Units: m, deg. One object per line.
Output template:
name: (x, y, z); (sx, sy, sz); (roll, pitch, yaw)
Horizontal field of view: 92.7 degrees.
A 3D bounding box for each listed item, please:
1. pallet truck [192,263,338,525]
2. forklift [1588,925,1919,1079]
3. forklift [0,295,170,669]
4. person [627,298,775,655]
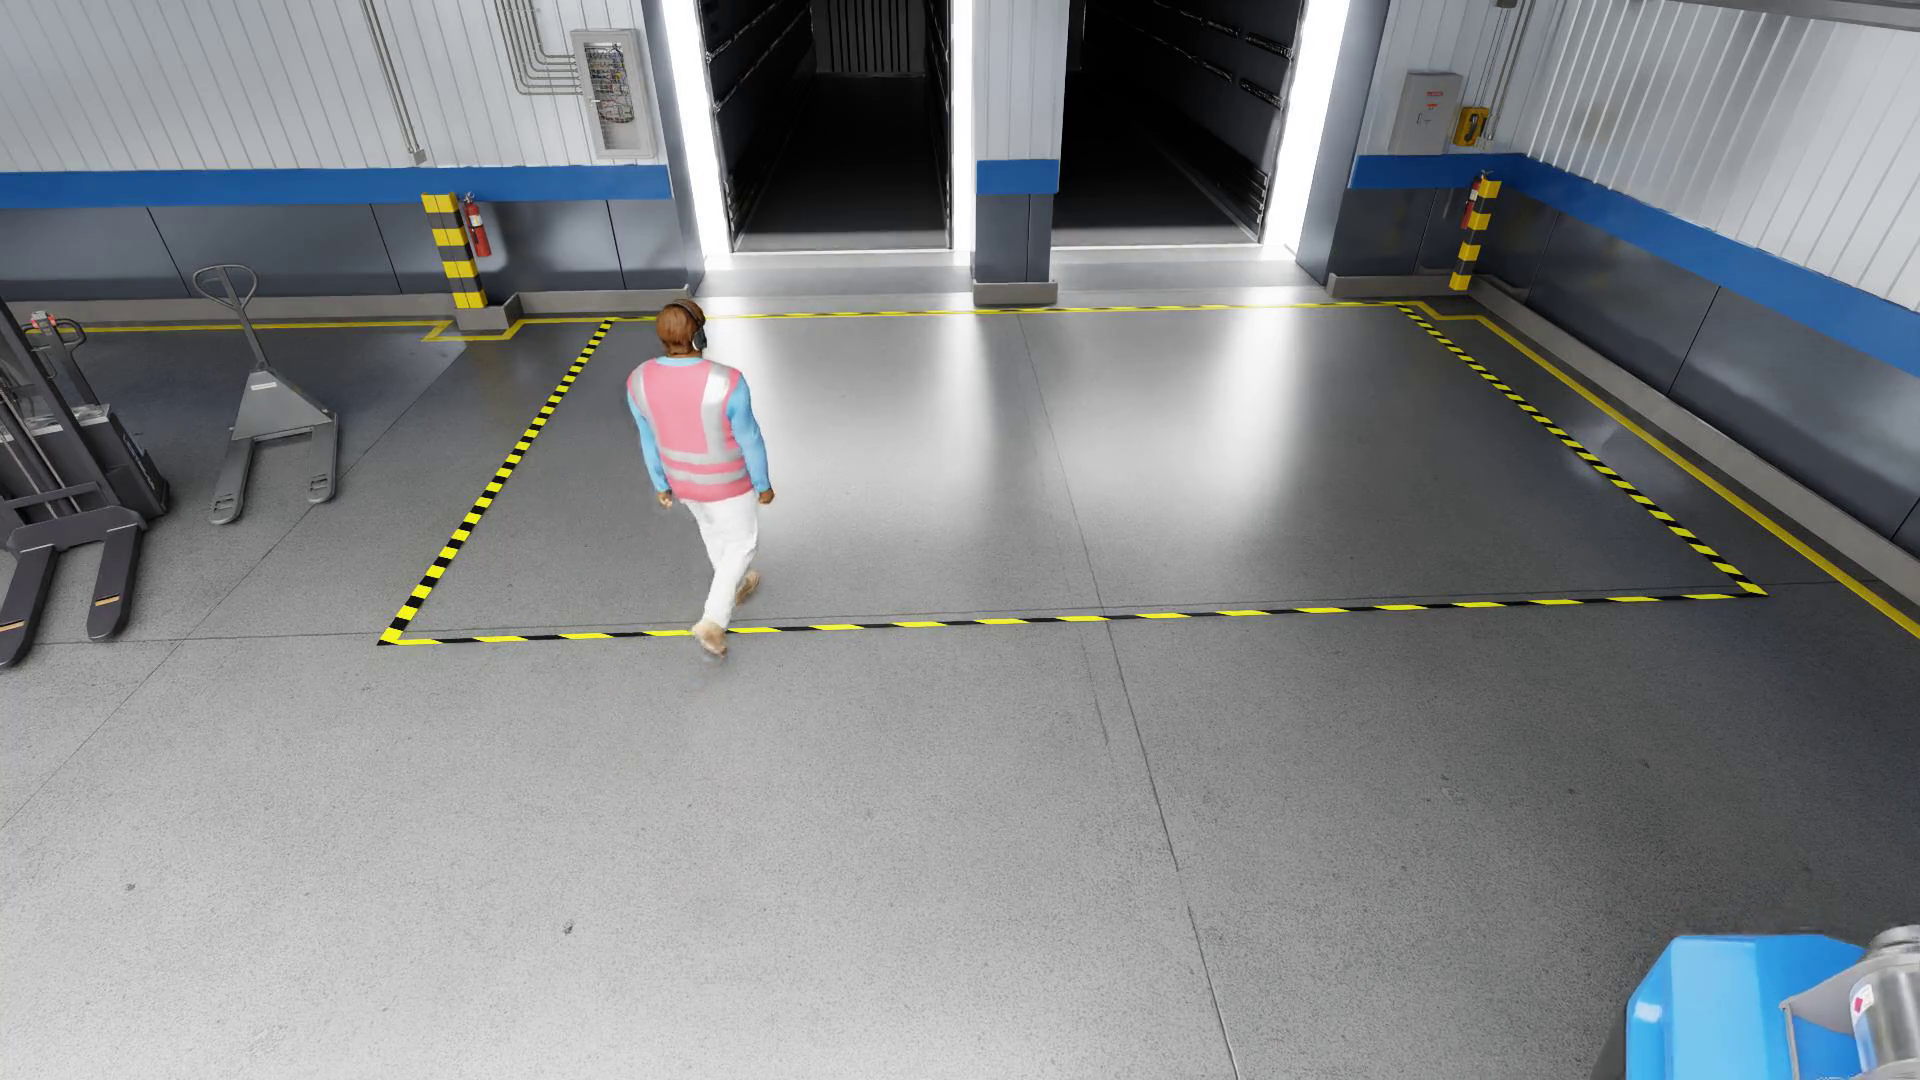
pallet truck: (-4.778, -1.027, 6.128); (0.680, 1.201, 1.601); (-17, 38, -23)
forklift: (2.902, 1.484, 1.546); (2.680, 2.036, 1.157); (19, 39, 25)
forklift: (-5.212, -0.618, 4.878); (0.823, 1.965, 1.885); (-20, 39, -26)
person: (-1.263, -0.275, 4.546); (0.623, 1.812, 0.815); (11, 36, 16)
